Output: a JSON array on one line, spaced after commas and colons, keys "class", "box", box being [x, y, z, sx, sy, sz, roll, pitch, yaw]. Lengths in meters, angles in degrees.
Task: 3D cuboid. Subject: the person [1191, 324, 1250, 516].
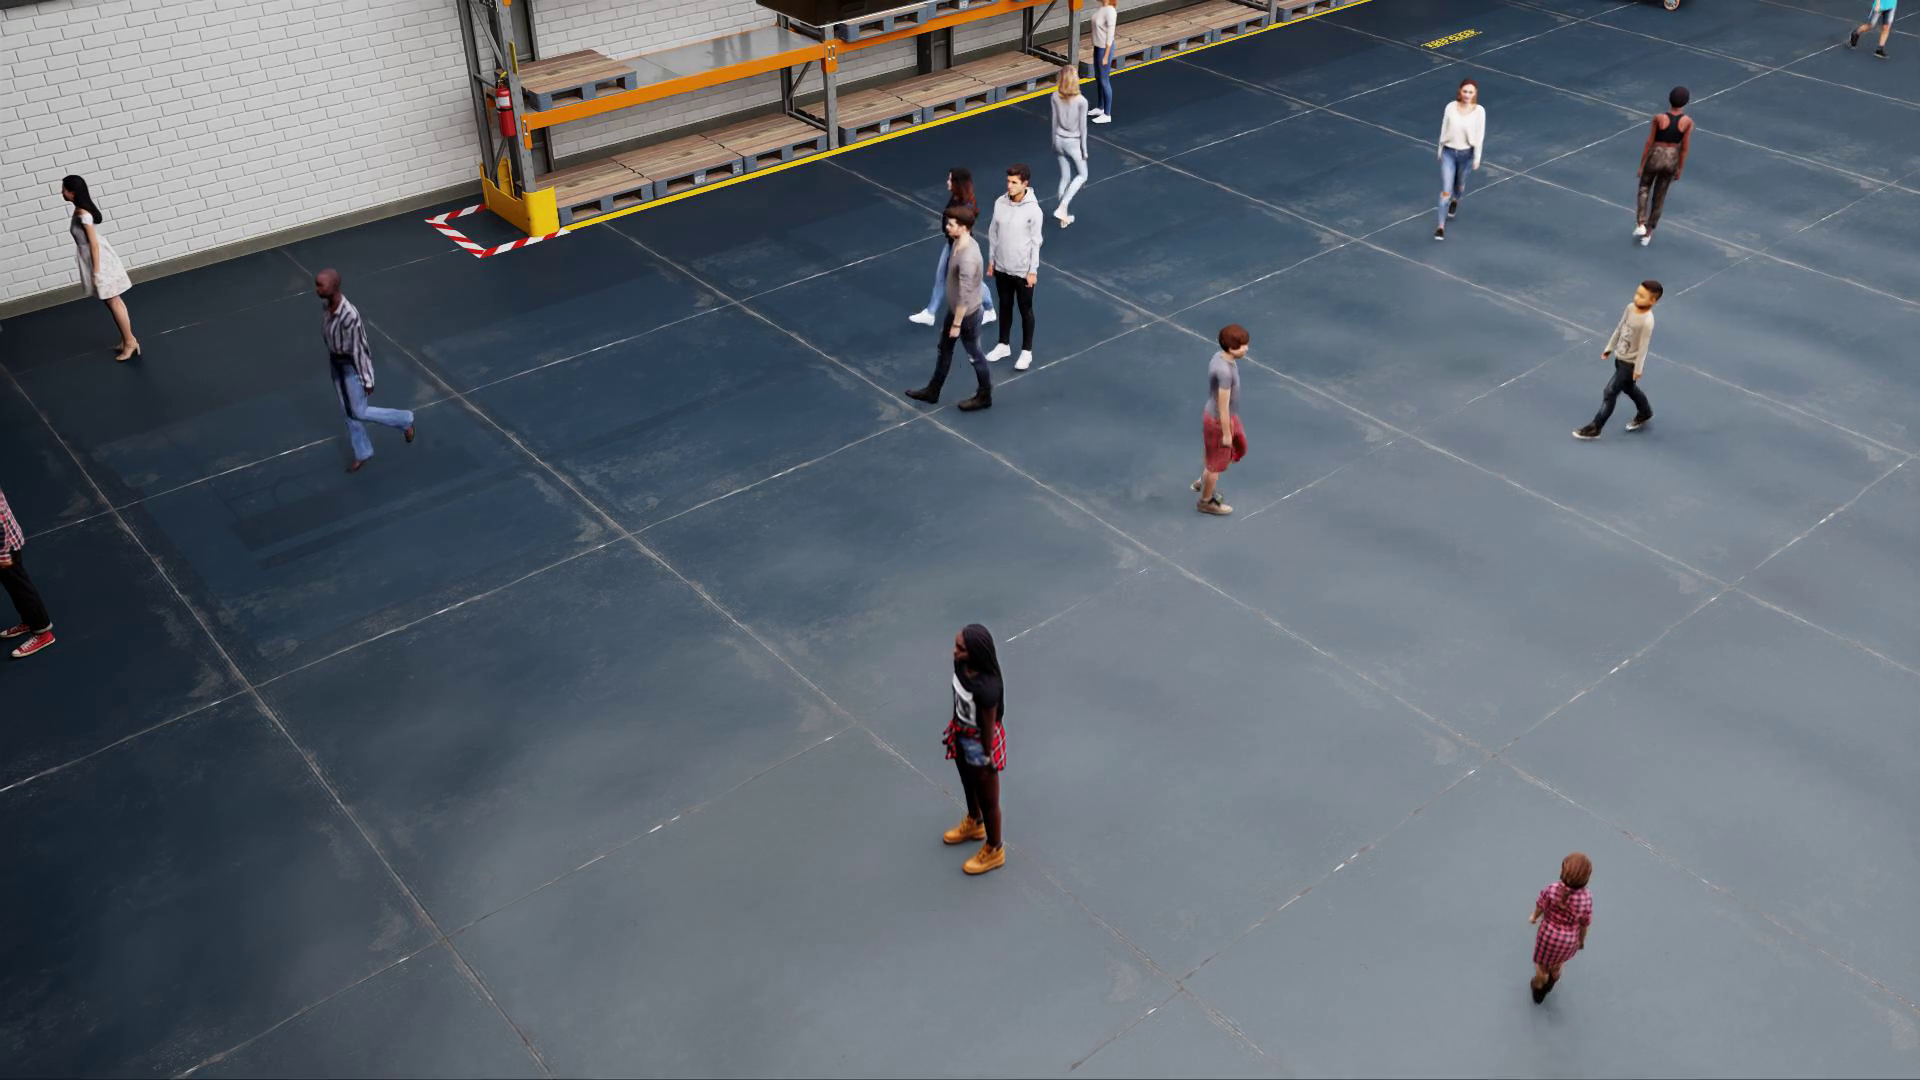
[{"class": "person", "box": [1.958, -0.941, 12.992, 0.811, 1.636, 0.746, 7, 34, 10]}]

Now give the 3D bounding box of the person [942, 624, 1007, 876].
[{"class": "person", "box": [0.105, 1.197, 9.695, 0.643, 1.724, 0.641, -17, 37, -24]}]

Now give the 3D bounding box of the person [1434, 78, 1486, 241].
[{"class": "person", "box": [5.304, -4.096, 17.720, 0.976, 1.656, 1.229, 12, 35, 17]}]

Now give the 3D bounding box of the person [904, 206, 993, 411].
[{"class": "person", "box": [0.132, -1.960, 14.301, 1.140, 1.883, 0.999, -6, 34, -9]}]

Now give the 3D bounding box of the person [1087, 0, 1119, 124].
[{"class": "person", "box": [1.785, -6.057, 20.604, 0.680, 1.729, 0.685, -7, 34, -10]}]

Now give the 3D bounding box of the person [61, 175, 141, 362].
[{"class": "person", "box": [-7.861, -2.490, 15.198, 0.733, 1.774, 0.726, -13, 36, -19]}]

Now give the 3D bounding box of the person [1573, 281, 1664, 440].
[{"class": "person", "box": [5.708, -1.524, 14.038, 1.041, 1.449, 0.907, -2, 34, -2]}]

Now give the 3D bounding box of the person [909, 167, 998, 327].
[{"class": "person", "box": [0.091, -2.733, 15.731, 1.188, 1.588, 0.932, -10, 35, -15]}]

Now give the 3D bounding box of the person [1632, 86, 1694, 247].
[{"class": "person", "box": [7.317, -3.869, 17.349, 0.722, 1.689, 0.767, 10, 35, 14]}]

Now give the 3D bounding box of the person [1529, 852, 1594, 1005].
[{"class": "person", "box": [3.223, 2.123, 8.943, 0.509, 1.014, 0.560, 6, 34, 9]}]

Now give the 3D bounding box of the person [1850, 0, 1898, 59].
[{"class": "person", "box": [12.701, -7.416, 22.921, 0.904, 1.426, 0.852, -6, 34, -10]}]

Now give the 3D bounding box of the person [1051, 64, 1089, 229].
[{"class": "person", "box": [1.115, -4.140, 17.670, 0.697, 1.784, 0.742, 23, 40, 30]}]

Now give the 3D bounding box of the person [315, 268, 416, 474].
[{"class": "person", "box": [-4.881, -1.397, 13.551, 0.699, 1.777, 0.904, 27, 42, 35]}]

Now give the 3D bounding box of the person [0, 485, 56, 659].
[{"class": "person", "box": [-6.663, -0.019, 11.492, 0.568, 1.760, 0.679, -25, 41, -33]}]

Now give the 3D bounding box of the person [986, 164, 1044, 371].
[{"class": "person", "box": [0.511, -2.498, 15.068, 0.753, 1.930, 0.723, 18, 38, 25]}]
